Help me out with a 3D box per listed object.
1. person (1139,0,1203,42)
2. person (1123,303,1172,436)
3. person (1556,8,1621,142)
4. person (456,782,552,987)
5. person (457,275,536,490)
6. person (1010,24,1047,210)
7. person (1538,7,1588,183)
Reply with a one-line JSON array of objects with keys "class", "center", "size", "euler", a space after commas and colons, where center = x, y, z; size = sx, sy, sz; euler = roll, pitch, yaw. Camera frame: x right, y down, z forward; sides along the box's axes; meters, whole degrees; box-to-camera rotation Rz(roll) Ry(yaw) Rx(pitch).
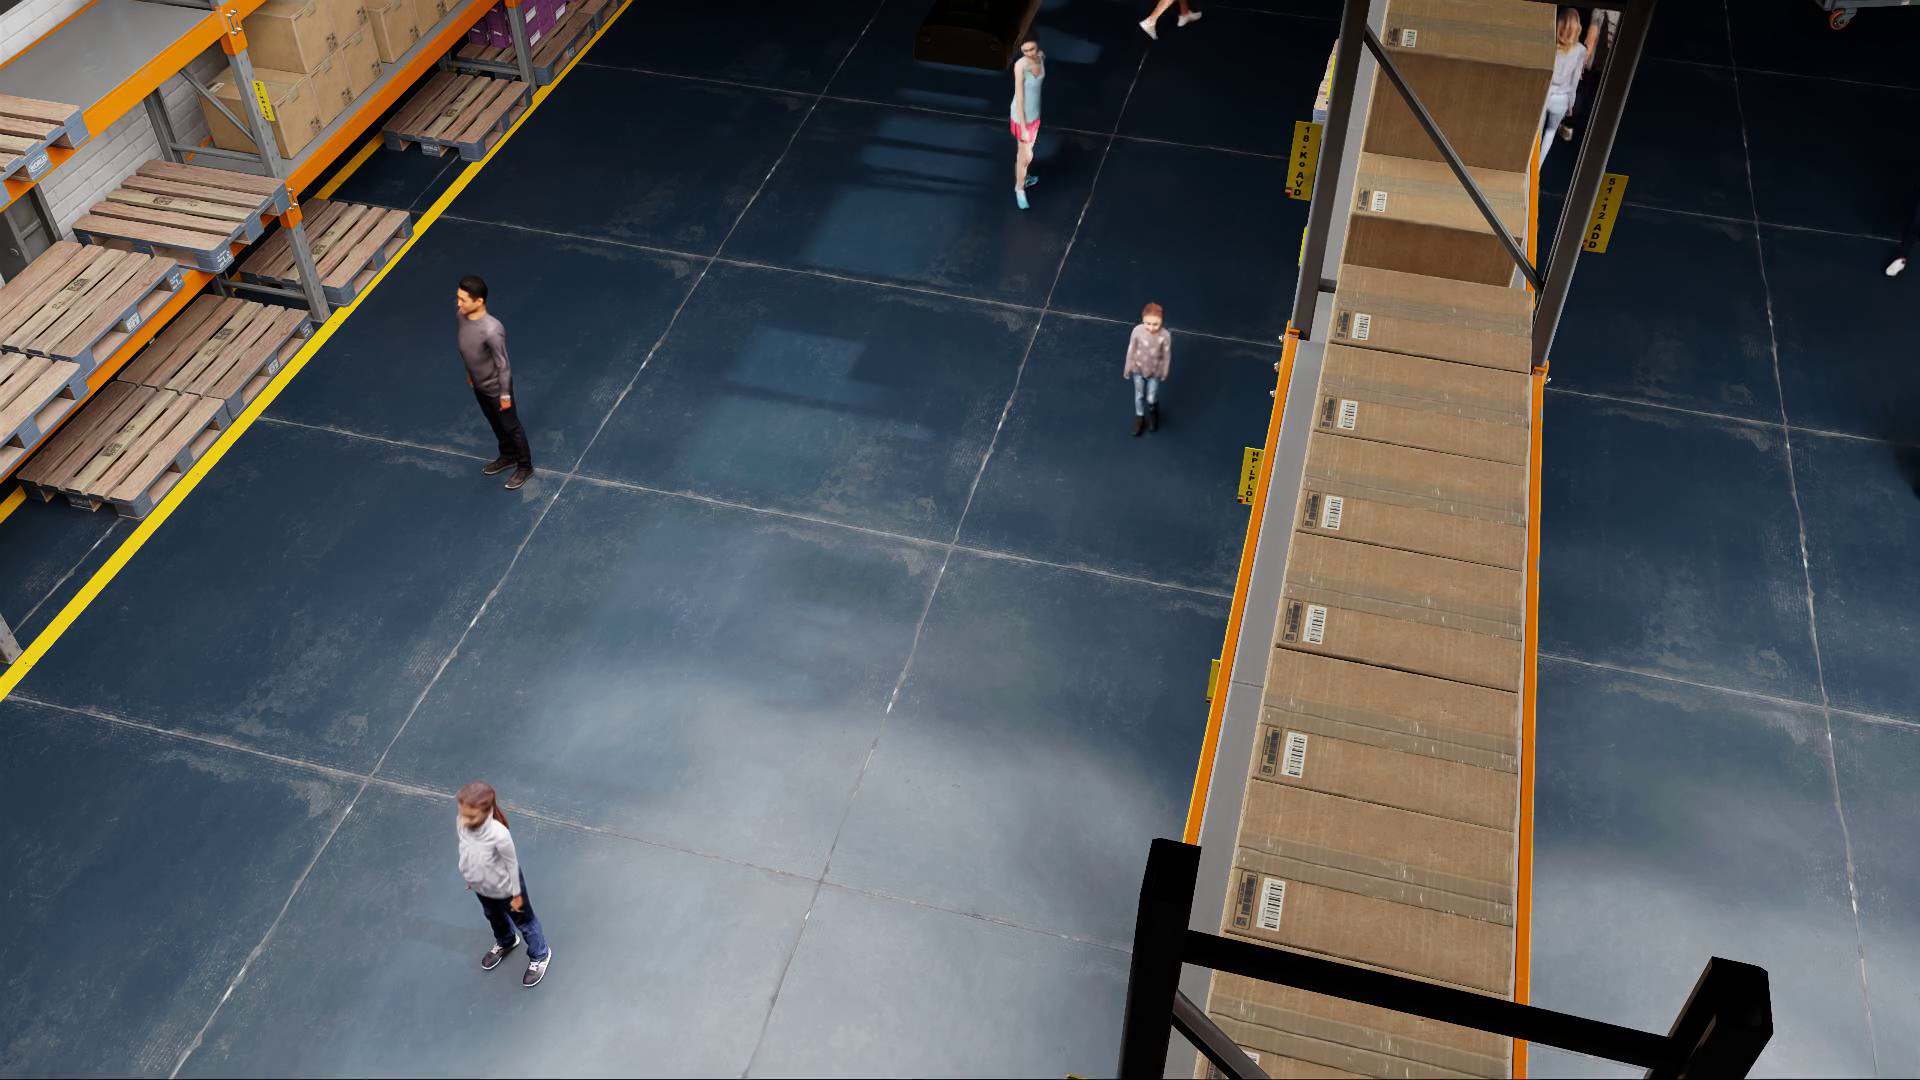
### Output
[{"class": "person", "center": [2.227, -6.045, 17.100], "size": [1.242, 1.833, 1.154], "euler": [-24, 48, -23]}, {"class": "person", "center": [1.438, -1.339, 12.627], "size": [0.499, 1.188, 0.523], "euler": [15, 45, 15]}, {"class": "person", "center": [5.928, -4.342, 15.295], "size": [0.935, 1.857, 1.282], "euler": [-3, 44, -3]}, {"class": "person", "center": [-2.508, 1.836, 9.028], "size": [0.561, 1.555, 0.570], "euler": [17, 46, 17]}, {"class": "person", "center": [-3.369, -1.148, 12.007], "size": [0.693, 1.768, 0.714], "euler": [13, 45, 13]}, {"class": "person", "center": [0.604, -3.800, 14.796], "size": [0.865, 1.760, 0.622], "euler": [15, 46, 15]}, {"class": "person", "center": [5.241, -3.837, 14.822], "size": [0.607, 1.777, 0.619], "euler": [11, 45, 11]}]
